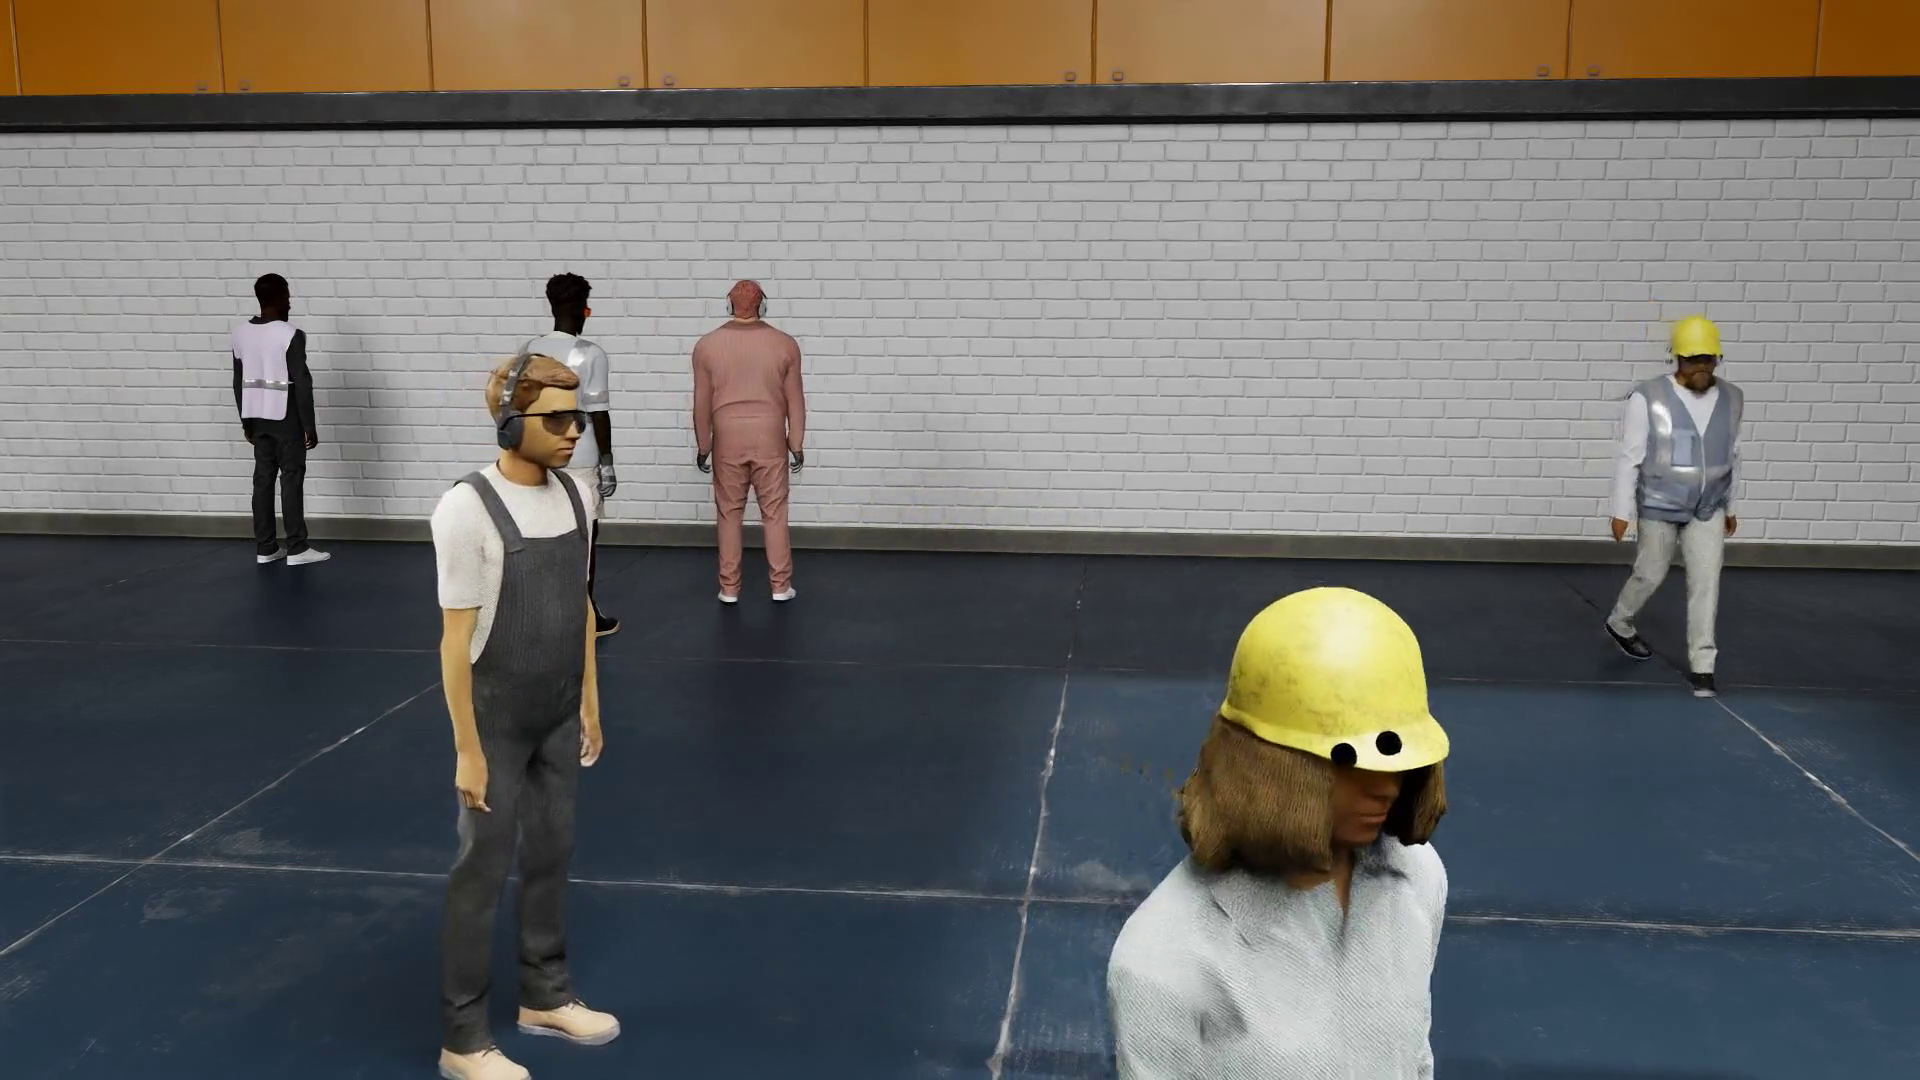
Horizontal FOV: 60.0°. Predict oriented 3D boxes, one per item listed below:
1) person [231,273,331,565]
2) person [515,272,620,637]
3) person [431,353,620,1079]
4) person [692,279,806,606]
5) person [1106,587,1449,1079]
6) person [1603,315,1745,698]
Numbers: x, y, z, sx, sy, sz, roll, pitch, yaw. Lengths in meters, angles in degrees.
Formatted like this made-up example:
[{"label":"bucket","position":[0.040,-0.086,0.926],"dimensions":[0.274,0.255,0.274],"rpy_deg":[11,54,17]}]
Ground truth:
[{"label":"person","position":[-4.509,-0.789,10.975],"dimensions":[0.597,1.917,0.378],"rpy_deg":[4,11,21]},{"label":"person","position":[-2.098,-0.448,8.919],"dimensions":[0.607,1.958,0.372],"rpy_deg":[6,11,29]},{"label":"person","position":[-1.082,0.455,4.139],"dimensions":[0.384,1.832,0.512],"rpy_deg":[5,11,28]},{"label":"person","position":[-1.227,-0.566,9.738],"dimensions":[0.651,1.906,0.403],"rpy_deg":[-1,10,-6]},{"label":"person","position":[0.414,0.902,1.841],"dimensions":[0.519,1.715,0.717],"rpy_deg":[-6,12,-30]},{"label":"person","position":[3.435,-0.200,8.012],"dimensions":[0.638,1.787,0.856],"rpy_deg":[0,10,0]}]
